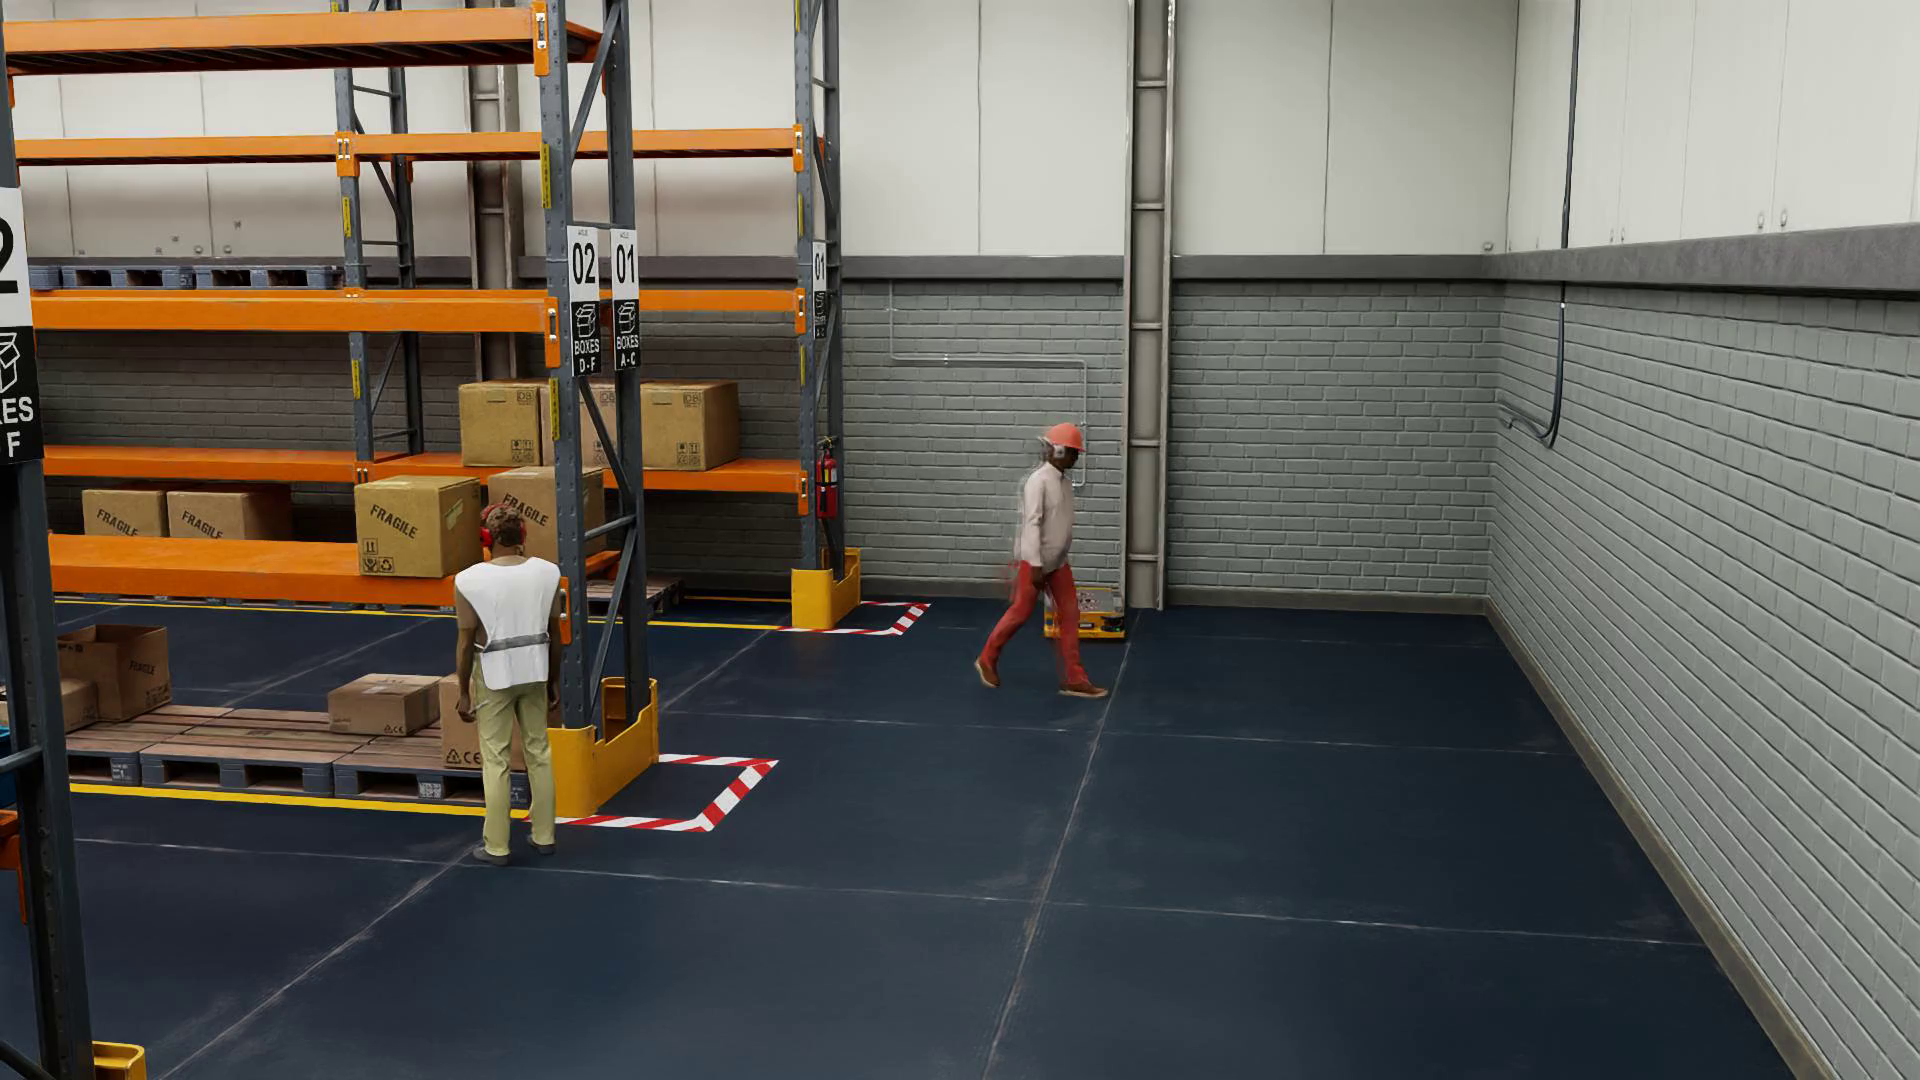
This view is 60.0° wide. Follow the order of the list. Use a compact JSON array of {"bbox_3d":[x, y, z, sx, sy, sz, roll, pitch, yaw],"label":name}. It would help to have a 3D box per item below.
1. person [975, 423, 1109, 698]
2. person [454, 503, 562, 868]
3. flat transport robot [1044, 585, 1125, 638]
[{"bbox_3d":[0.561,0.133,11.813,1.018,1.935,0.685,6,11,34],"label":"person"},{"bbox_3d":[-2.257,0.731,8.393,0.559,1.835,0.394,-7,12,-39],"label":"person"},{"bbox_3d":[1.042,0.593,14.081,0.652,0.197,1.431,1,9,3],"label":"flat transport robot"}]
